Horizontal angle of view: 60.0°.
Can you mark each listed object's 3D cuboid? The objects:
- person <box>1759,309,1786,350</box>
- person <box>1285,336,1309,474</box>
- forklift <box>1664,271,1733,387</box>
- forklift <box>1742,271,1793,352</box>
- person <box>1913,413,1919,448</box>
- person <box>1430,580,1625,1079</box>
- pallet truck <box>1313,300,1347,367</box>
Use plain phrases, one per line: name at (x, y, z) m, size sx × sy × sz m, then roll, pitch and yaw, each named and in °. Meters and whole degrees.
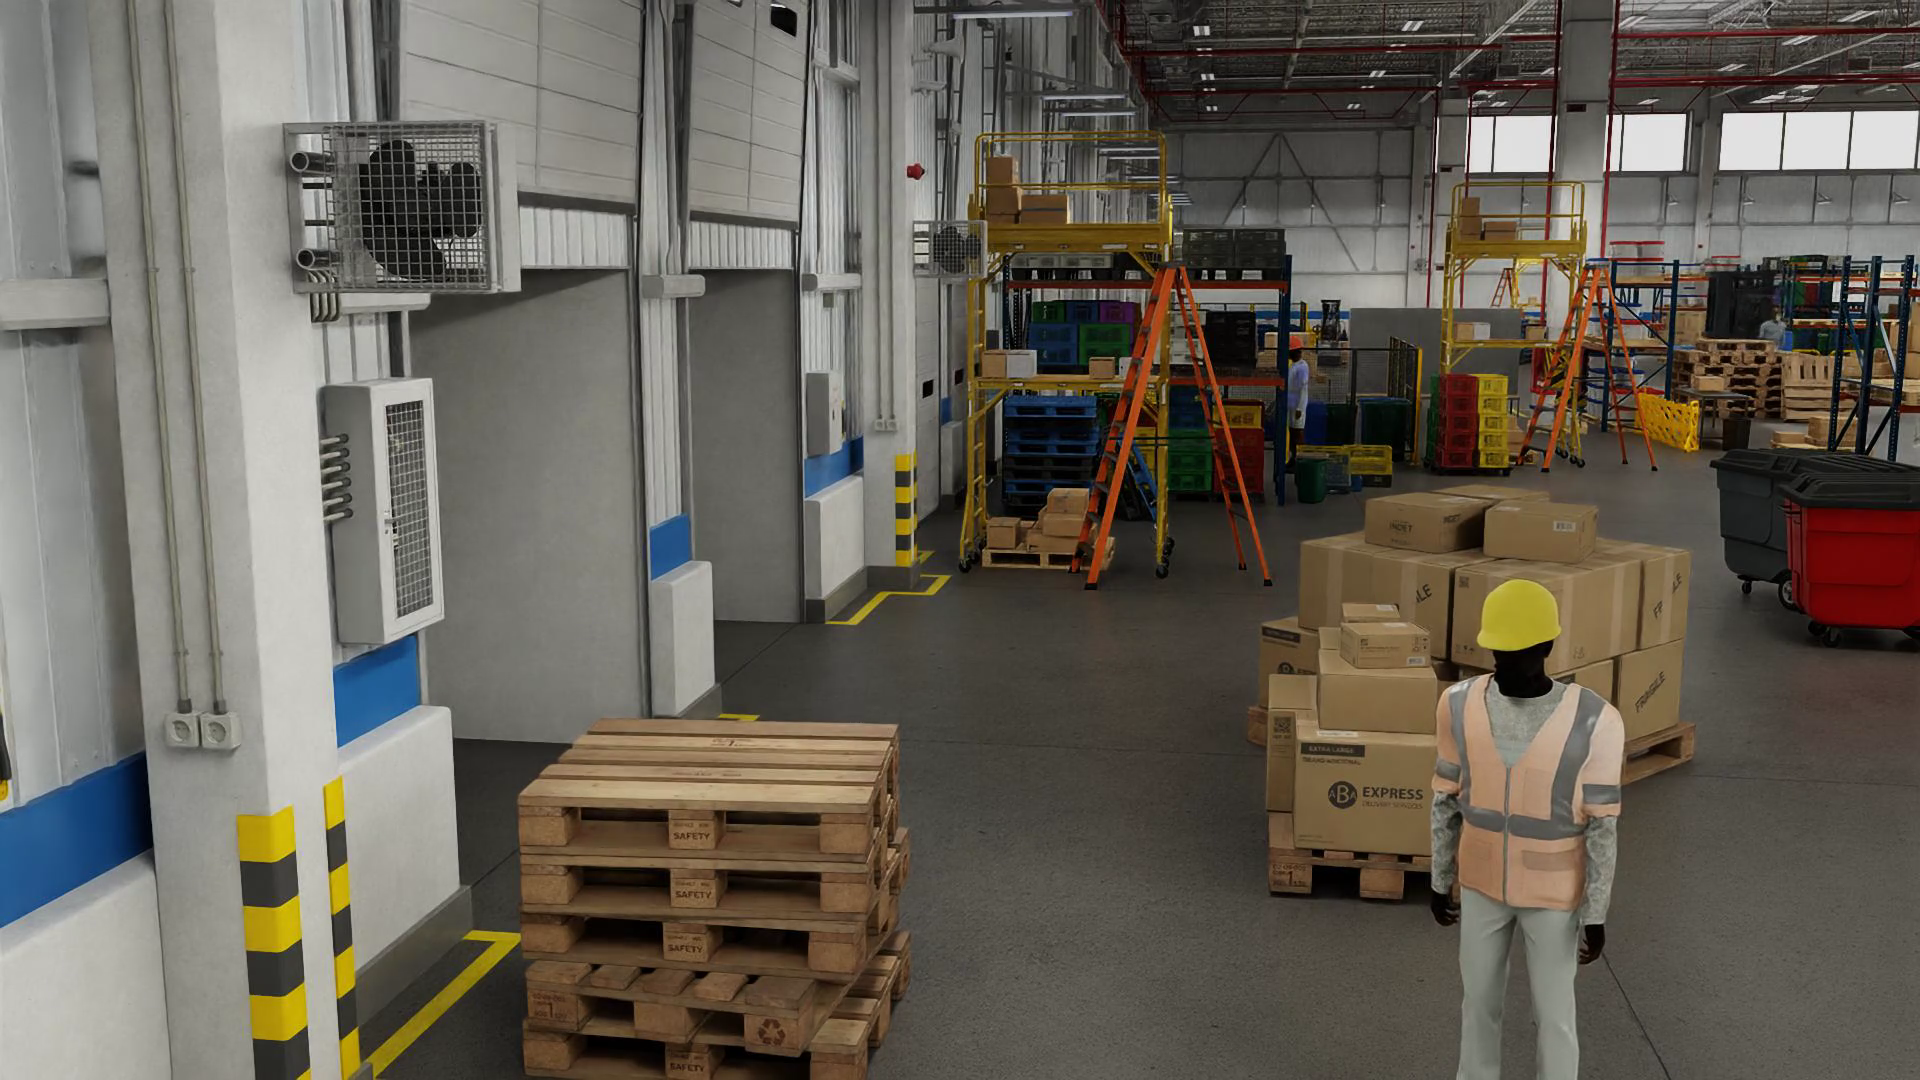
person at (20.102, -4.788, 41.308) m, size 0.654 × 1.909 × 0.778 m, roll -1°, pitch 9°, yaw -5°
person at (4.695, -1.894, 23.370) m, size 0.365 × 1.932 × 0.543 m, roll -1°, pitch 9°, yaw -6°
forklift at (17.600, -4.861, 38.747) m, size 1.873 × 2.768 × 1.129 m, roll 1°, pitch 9°, yaw 9°
forklift at (22.978, -6.355, 47.962) m, size 1.873 × 2.768 × 1.129 m, roll -3°, pitch 10°, yaw -17°
person at (15.602, -2.335, 26.704) m, size 0.340 × 1.738 × 0.486 m, roll 9°, pitch 13°, yaw 43°
person at (1.727, 1.064, 5.171) m, size 0.586 × 1.918 × 0.398 m, roll 7°, pitch 12°, yaw 37°
pallet truck at (11.159, -6.200, 49.718) m, size 0.823 × 1.965 × 1.885 m, roll 4°, pitch 10°, yaw 26°
